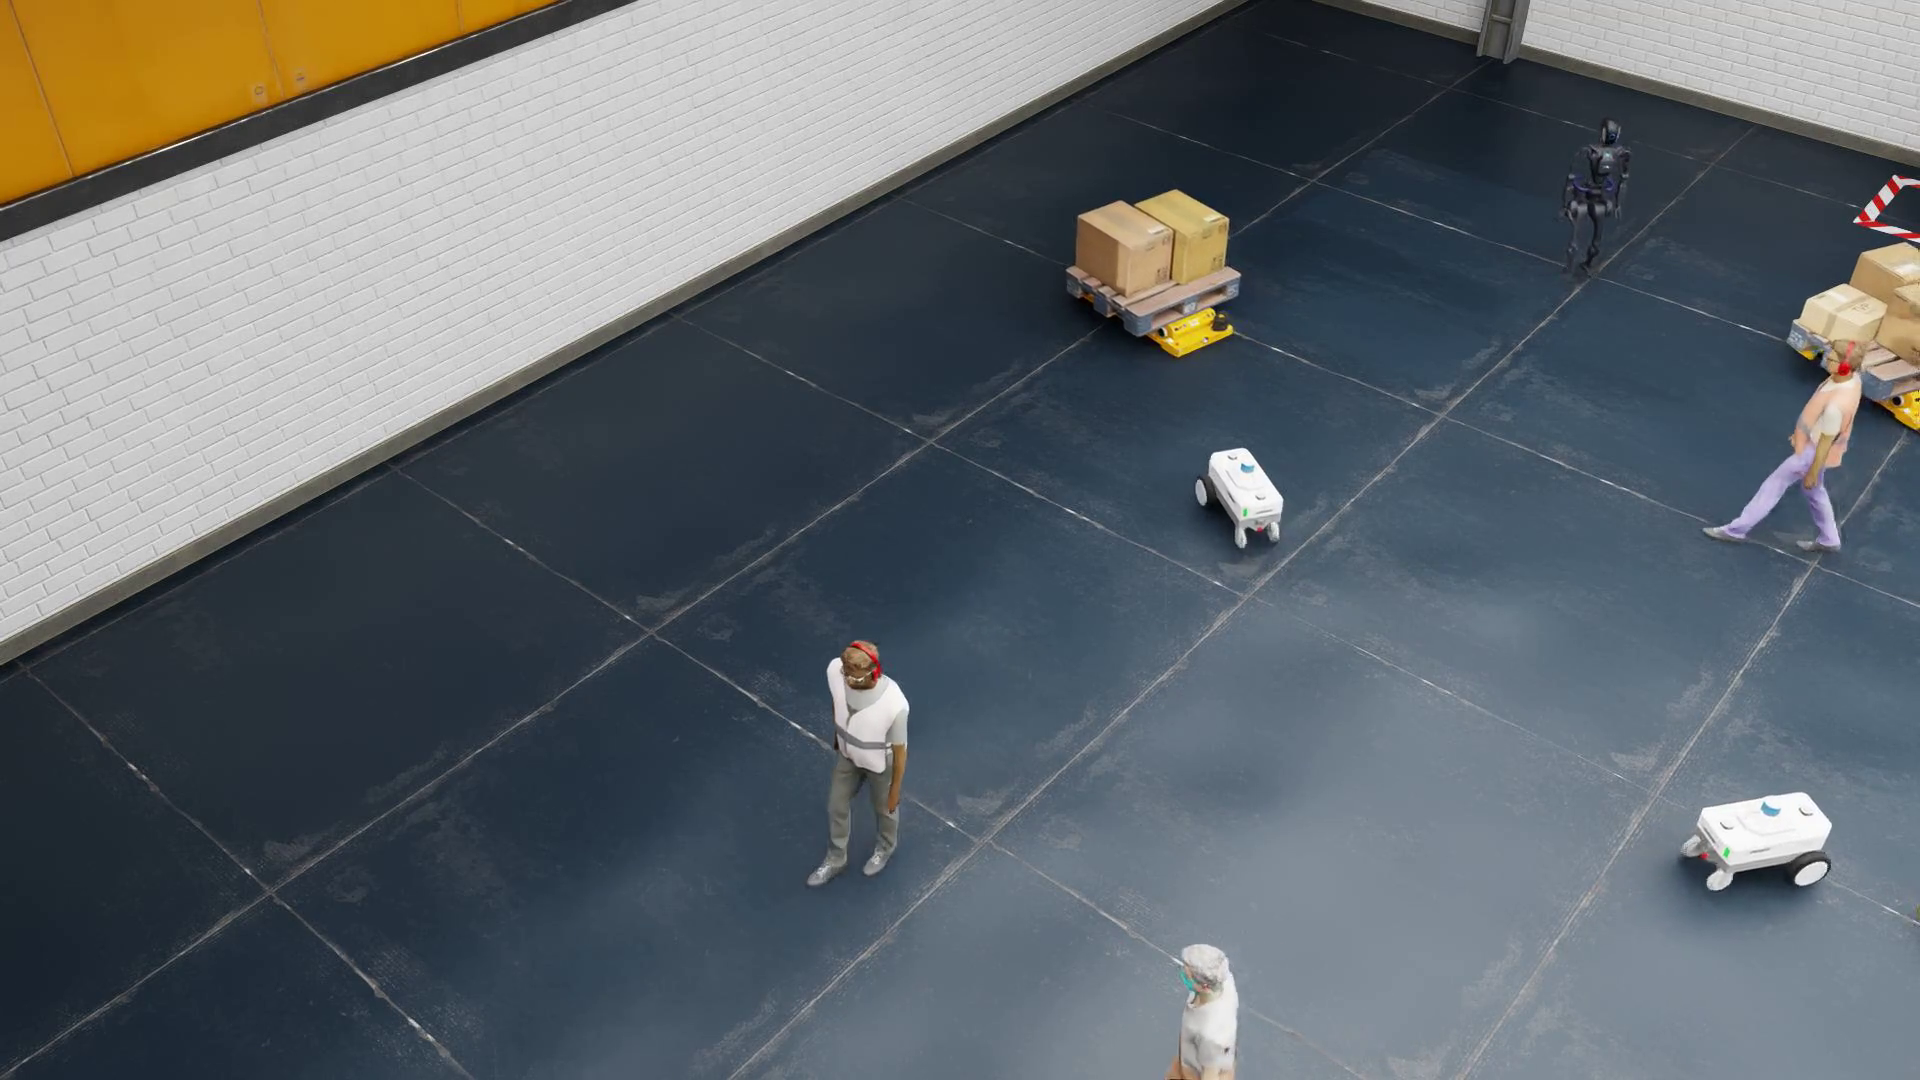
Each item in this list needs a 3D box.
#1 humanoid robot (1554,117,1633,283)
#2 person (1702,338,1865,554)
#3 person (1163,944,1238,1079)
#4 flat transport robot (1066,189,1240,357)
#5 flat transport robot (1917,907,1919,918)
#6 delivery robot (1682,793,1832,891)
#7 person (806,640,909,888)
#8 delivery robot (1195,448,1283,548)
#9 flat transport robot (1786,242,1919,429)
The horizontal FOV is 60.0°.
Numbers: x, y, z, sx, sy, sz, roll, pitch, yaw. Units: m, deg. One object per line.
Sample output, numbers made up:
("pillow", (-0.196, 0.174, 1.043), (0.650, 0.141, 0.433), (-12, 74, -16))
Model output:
("humanoid robot", (5.689, -3.061, 14.969), (0.586, 1.634, 0.374), (2, 39, 2))
("person", (6.075, -0.652, 11.872), (0.924, 1.801, 0.571), (22, 44, 25))
("person", (1.207, 2.541, 7.970), (0.482, 1.723, 0.551), (4, 39, 4))
("flat transport robot", (1.716, -2.113, 14.909), (0.659, 0.231, 1.431), (-25, 45, -27))
("flat transport robot", (5.879, 2.568, 9.098), (0.659, 0.231, 1.431), (2, 39, 2))
("delivery robot", (4.754, 1.751, 9.874), (0.773, 0.582, 0.499), (-7, 39, -9))
("person", (-0.594, 1.313, 9.409), (0.600, 1.824, 0.694), (26, 46, 29))
("delivery robot", (2.130, -0.368, 12.503), (0.499, 0.579, 0.753), (-10, 40, -12))
("flat transport robot", (7.792, -1.447, 14.082), (0.659, 0.231, 1.431), (-14, 41, -17))
